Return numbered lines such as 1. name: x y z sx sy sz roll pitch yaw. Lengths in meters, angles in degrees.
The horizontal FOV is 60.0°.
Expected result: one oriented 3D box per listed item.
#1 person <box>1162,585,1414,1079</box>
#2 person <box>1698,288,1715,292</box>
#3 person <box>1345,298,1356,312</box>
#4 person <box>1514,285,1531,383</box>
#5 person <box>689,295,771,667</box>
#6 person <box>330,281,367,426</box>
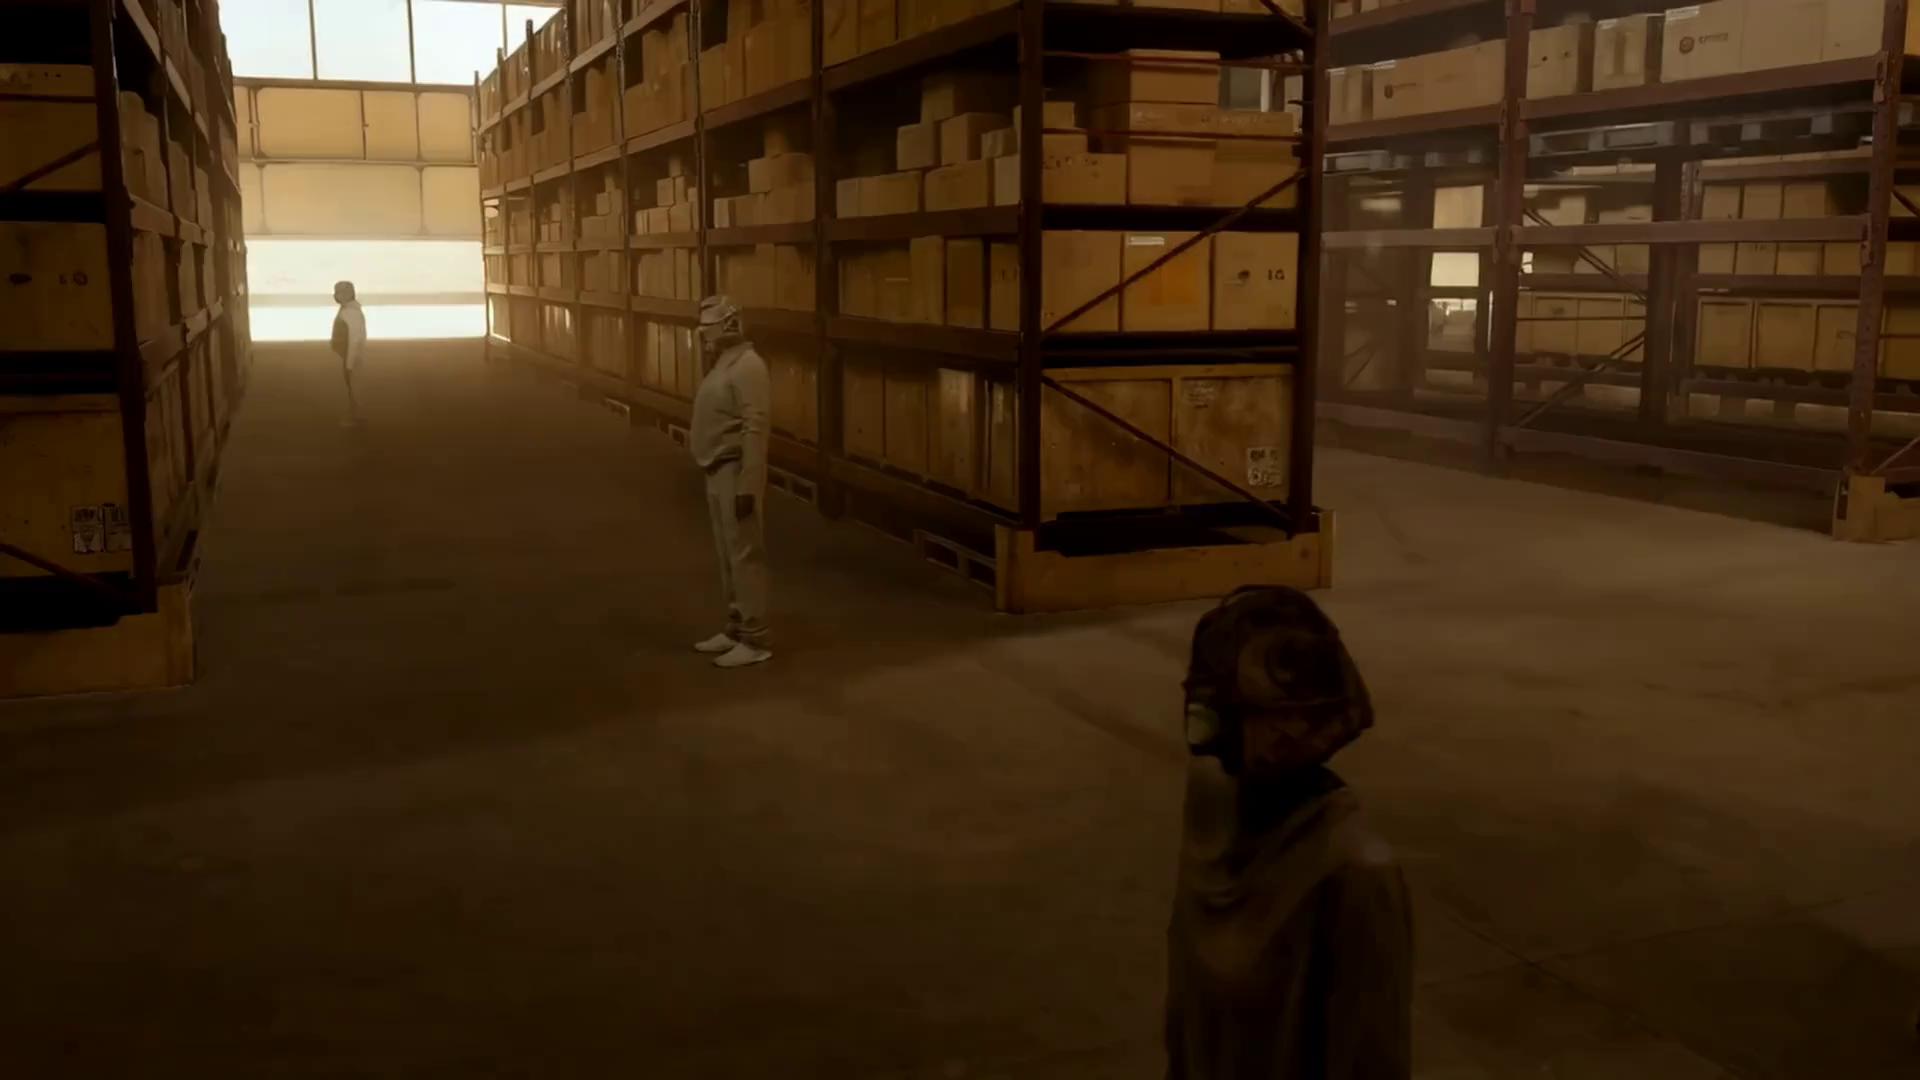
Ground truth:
1. person: 0.438 0.867 2.396 0.266 1.631 0.507 -4 10 -22
2. person: 20.442 -6.414 45.713 0.416 1.740 0.573 -4 10 -25
3. person: 6.484 -3.503 28.180 0.325 1.767 0.533 -4 10 -22
4. person: 9.798 -3.617 28.669 0.404 1.827 0.600 -4 10 -22
5. person: -1.195 -0.304 8.602 0.403 1.904 0.651 -4 10 -22
6. person: -7.780 -2.373 21.182 0.429 1.841 0.633 -4 10 -22
